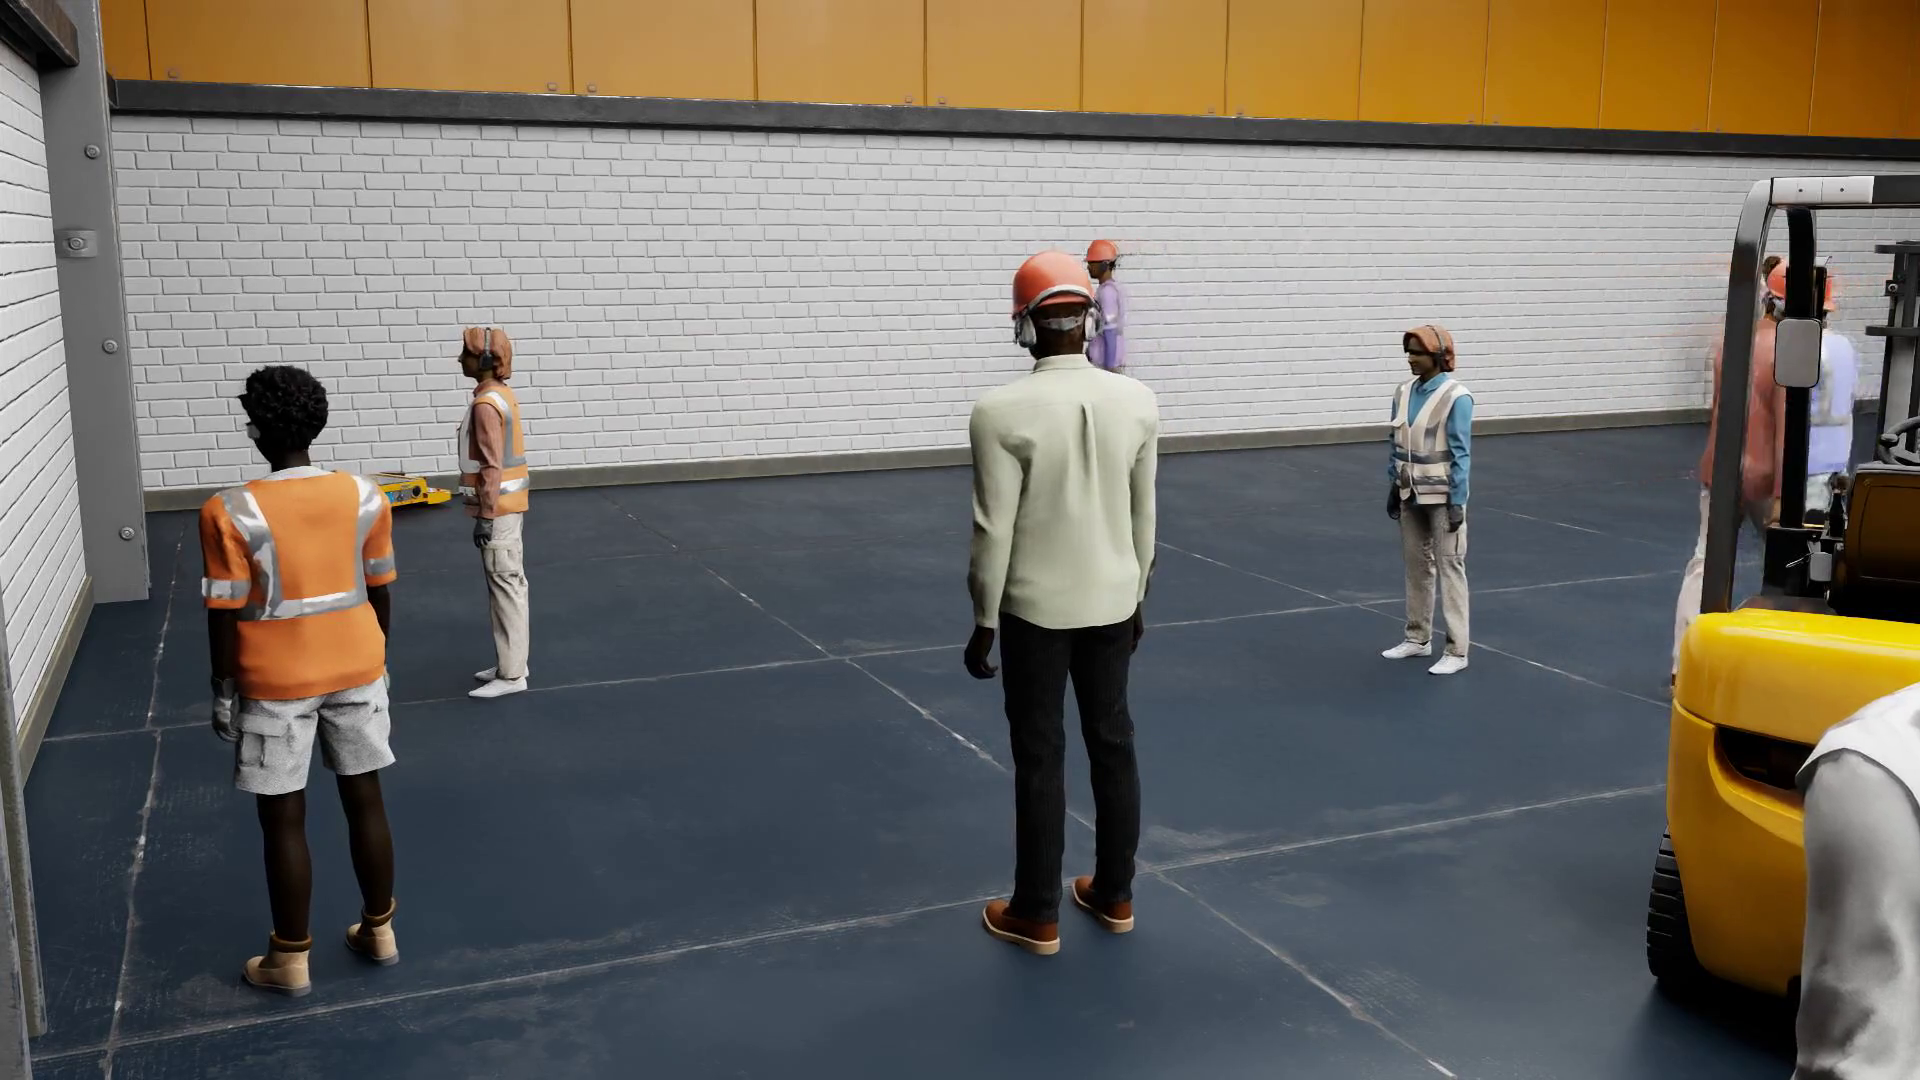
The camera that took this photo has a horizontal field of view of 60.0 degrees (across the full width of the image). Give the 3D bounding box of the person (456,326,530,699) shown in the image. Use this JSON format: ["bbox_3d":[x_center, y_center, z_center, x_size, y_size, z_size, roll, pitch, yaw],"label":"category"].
[{"bbox_3d":[-2.063,-0.125,7.386,0.308,1.645,0.516,-2,10,-9],"label":"person"}]

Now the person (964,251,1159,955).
[{"bbox_3d":[0.279,0.184,4.743,0.613,1.984,0.402,-6,12,-28],"label":"person"}]

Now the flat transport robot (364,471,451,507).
[{"bbox_3d":[-4.543,-0.321,12.247,0.652,0.197,1.431,7,12,33],"label":"flat transport robot"}]

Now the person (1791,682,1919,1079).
[{"bbox_3d":[1.091,0.776,1.754,0.585,1.882,0.343,-5,11,-26],"label":"person"}]

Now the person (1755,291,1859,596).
[{"bbox_3d":[4.203,-0.380,8.145,0.532,1.888,0.890,-10,14,-43],"label":"person"}]

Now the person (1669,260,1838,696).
[{"bbox_3d":[3.584,-0.260,7.320,0.970,1.924,0.651,-3,11,-14],"label":"person"}]

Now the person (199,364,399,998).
[{"bbox_3d":[-1.760,0.377,4.493,0.318,1.693,0.535,9,14,42],"label":"person"}]

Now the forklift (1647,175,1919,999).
[{"bbox_3d":[2.810,0.094,4.662,1.214,2.155,2.313,7,12,34],"label":"forklift"}]

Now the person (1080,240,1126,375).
[{"bbox_3d":[1.134,-1.590,14.482,0.893,2.005,0.619,3,11,14],"label":"person"}]

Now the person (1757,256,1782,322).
[{"bbox_3d":[8.317,-1.995,17.137,0.516,1.843,0.326,-1,10,-4],"label":"person"}]

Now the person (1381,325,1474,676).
[{"bbox_3d":[2.201,-0.188,7.793,0.322,1.627,0.529,-5,11,-24],"label":"person"}]
